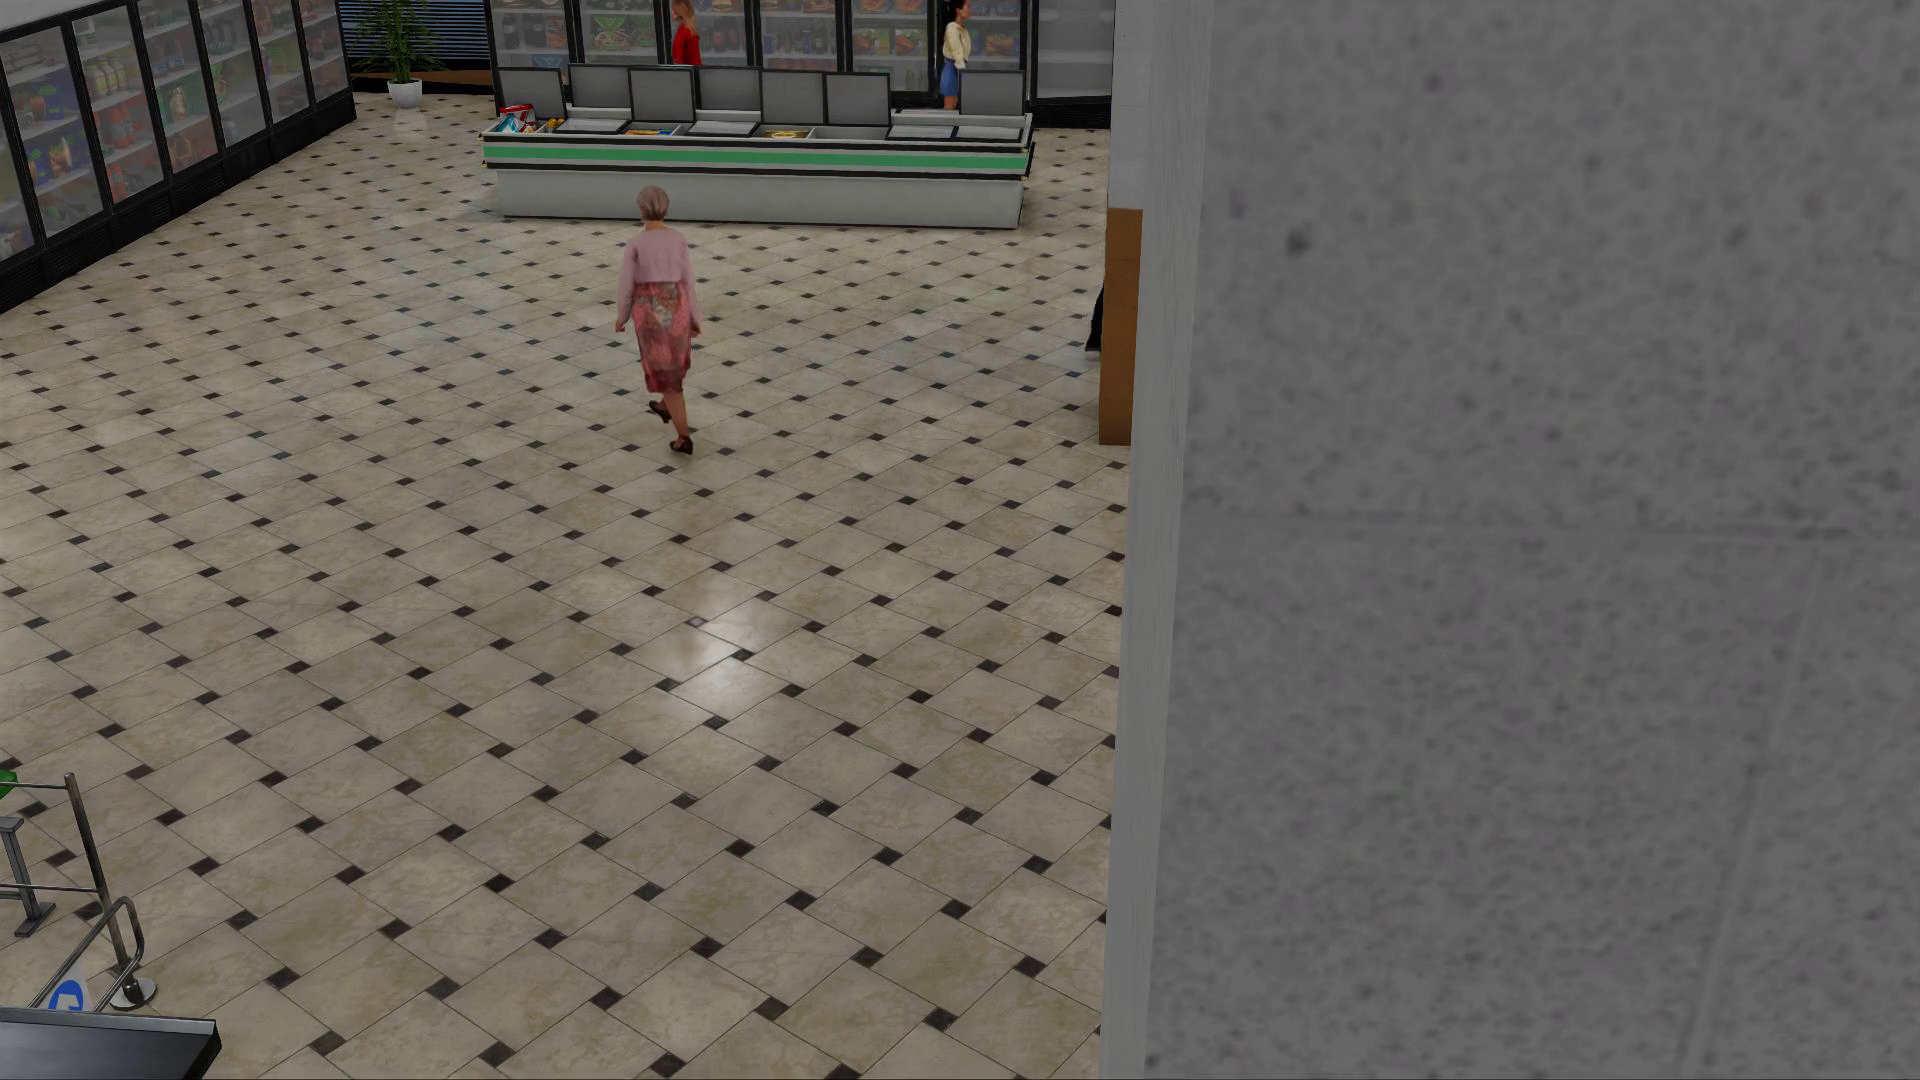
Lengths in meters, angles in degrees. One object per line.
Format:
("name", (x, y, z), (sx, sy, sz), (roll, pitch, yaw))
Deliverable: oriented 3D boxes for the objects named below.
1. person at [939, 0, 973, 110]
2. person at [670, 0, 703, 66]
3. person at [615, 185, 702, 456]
("person", (-0.125, -4.791, 17.228), (0.887, 1.610, 0.684), (5, 27, 10))
("person", (-2.621, -4.516, 16.611), (1.070, 1.677, 0.638), (3, 27, 6))
("person", (-1.803, -1.318, 10.327), (0.995, 1.656, 1.037), (-20, 33, -34))
